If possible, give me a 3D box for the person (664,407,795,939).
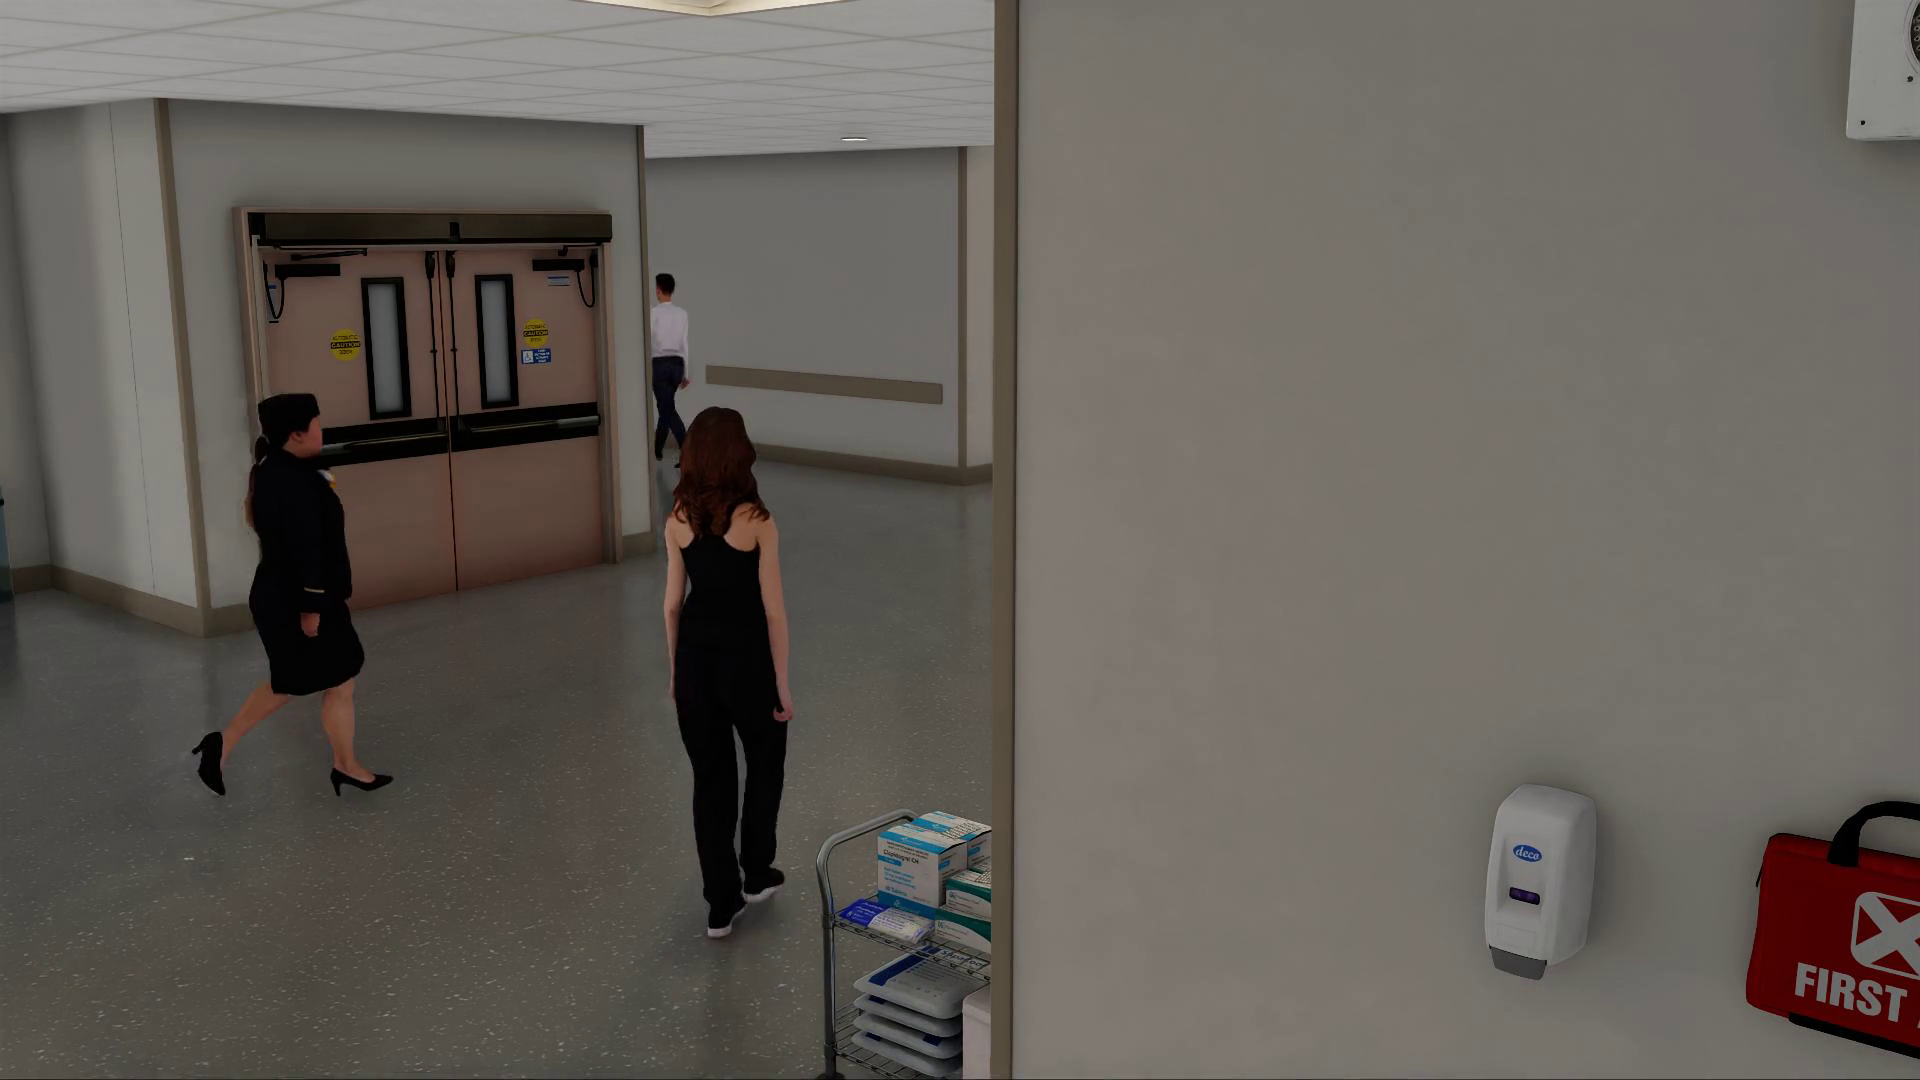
[{"bbox_3d":[-0.786,0.450,5.381,0.763,1.738,0.821,1,11,8],"label":"person"}]

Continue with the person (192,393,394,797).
[{"bbox_3d":[-2.685,0.264,6.586,1.047,1.654,0.823,-8,13,-35],"label":"person"}]

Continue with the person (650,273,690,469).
[{"bbox_3d":[-2.756,-1.592,15.870,1.175,1.840,0.761,-10,15,-43],"label":"person"}]
